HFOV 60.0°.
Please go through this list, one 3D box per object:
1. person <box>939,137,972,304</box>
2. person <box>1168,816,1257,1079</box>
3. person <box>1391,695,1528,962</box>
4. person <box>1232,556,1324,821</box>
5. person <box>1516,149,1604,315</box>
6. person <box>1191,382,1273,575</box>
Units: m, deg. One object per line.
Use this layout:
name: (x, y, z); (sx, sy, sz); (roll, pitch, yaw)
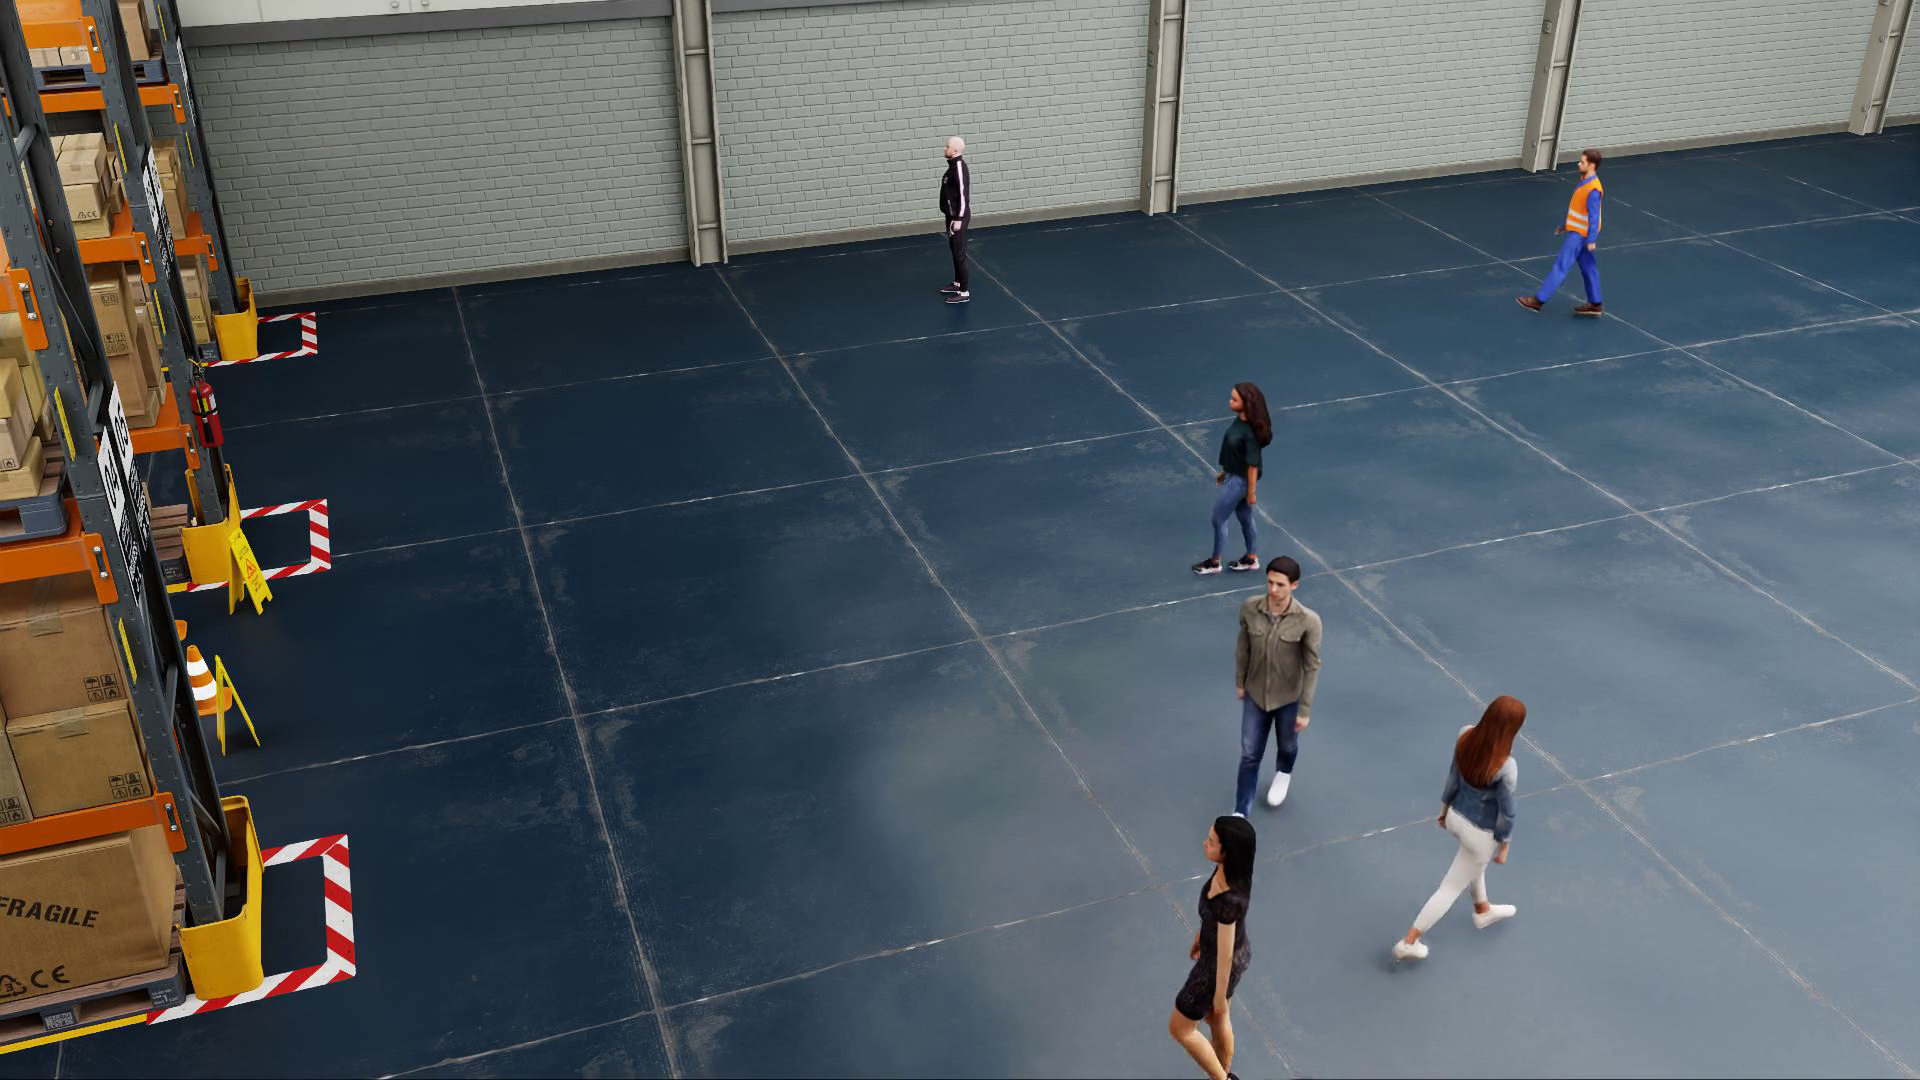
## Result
person: (-0.025, -3.580, 18.527); (0.647, 1.837, 0.717); (-4, 28, -7)
person: (1.333, 2.079, 7.966); (0.770, 1.776, 0.729); (6, 29, 10)
person: (2.698, 1.599, 8.987); (1.114, 1.664, 0.632); (-12, 30, -21)
person: (1.961, 0.911, 10.115); (1.163, 1.817, 1.251); (15, 31, 25)
person: (6.814, -3.281, 17.989); (1.277, 1.816, 1.072); (5, 29, 10)
person: (2.272, -0.470, 12.945); (0.877, 1.596, 0.737); (0, 28, 1)
